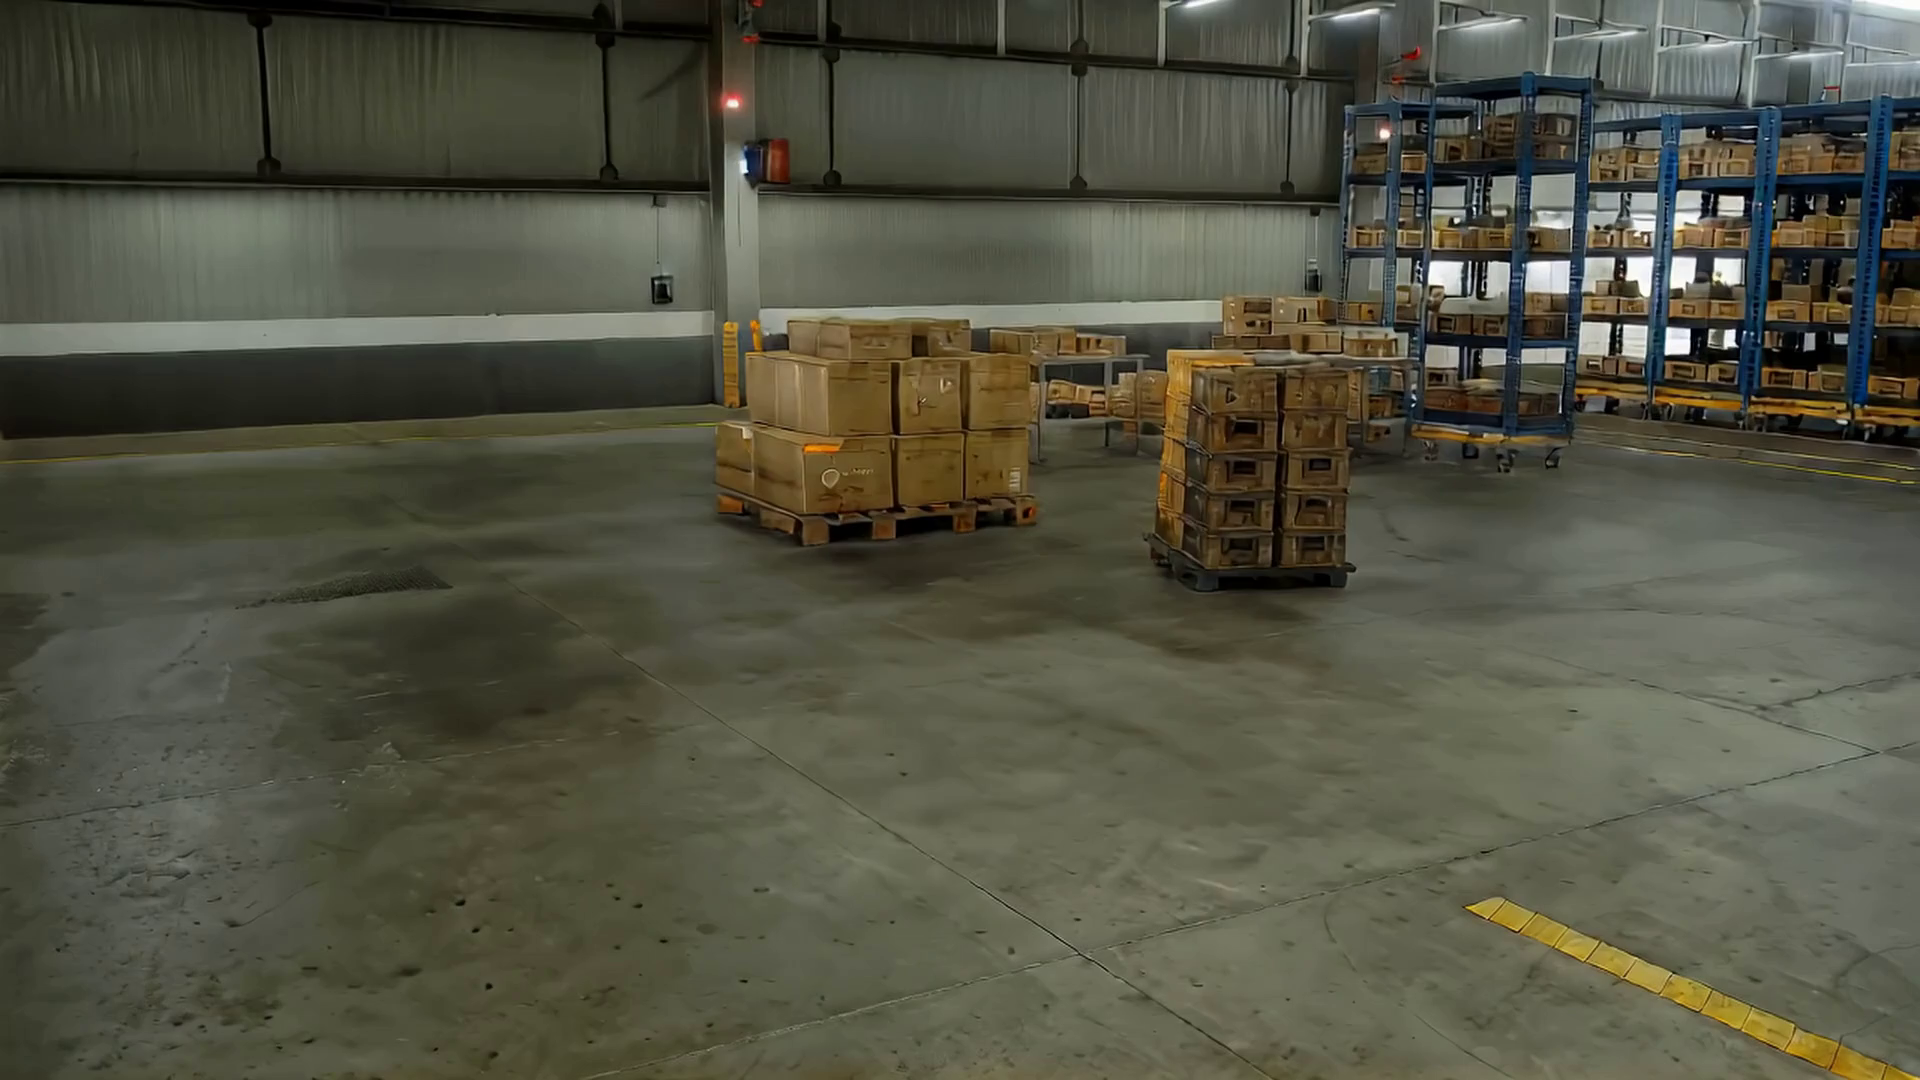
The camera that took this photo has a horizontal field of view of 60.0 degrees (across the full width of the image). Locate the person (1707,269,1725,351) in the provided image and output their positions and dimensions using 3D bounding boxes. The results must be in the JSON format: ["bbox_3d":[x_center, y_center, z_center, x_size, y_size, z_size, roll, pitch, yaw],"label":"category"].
[{"bbox_3d":[11.320,-3.209,25.074,0.562,1.742,0.359,-9,13,-40],"label":"person"}]
